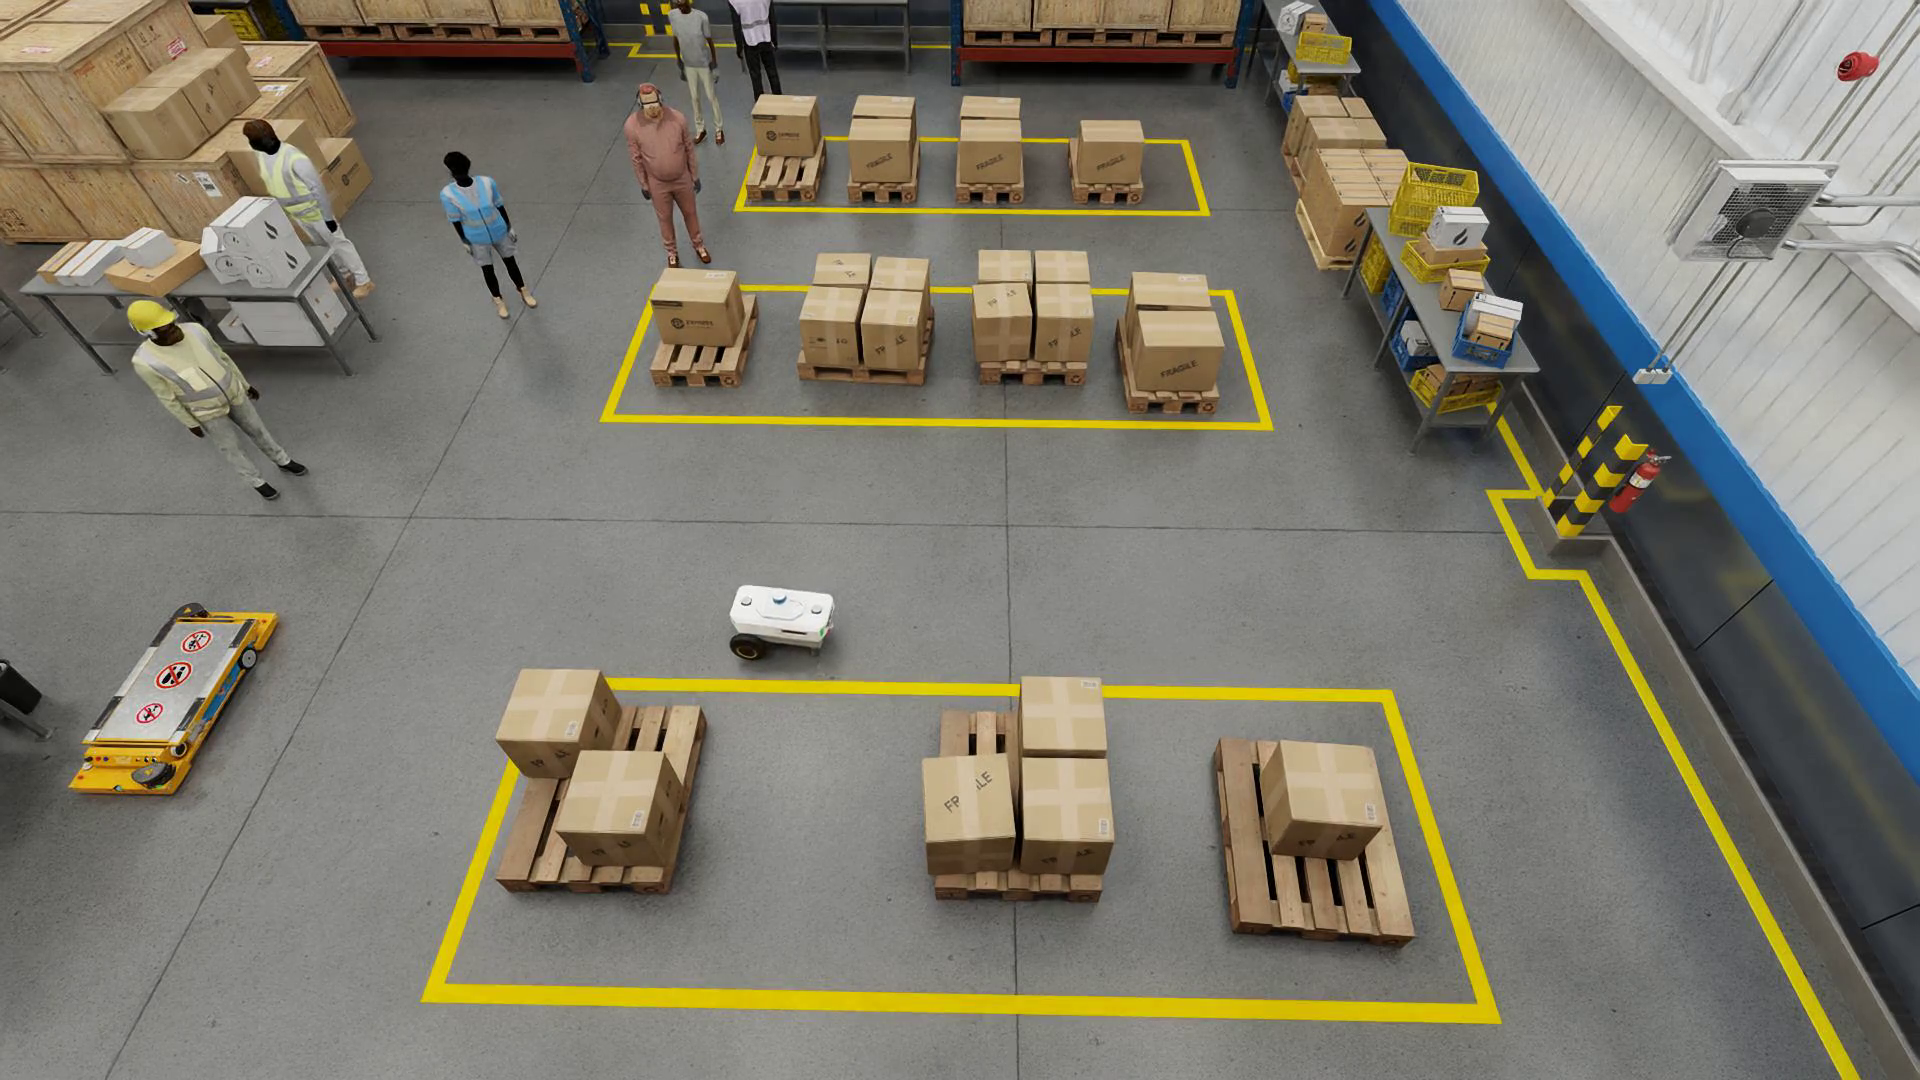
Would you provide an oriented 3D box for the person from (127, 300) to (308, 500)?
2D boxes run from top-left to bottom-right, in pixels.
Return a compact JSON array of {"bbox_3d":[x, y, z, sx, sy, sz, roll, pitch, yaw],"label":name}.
[{"bbox_3d":[-5.896,-1.106,7.265,0.404,1.835,0.600,17,52,14],"label":"person"}]

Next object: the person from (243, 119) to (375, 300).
[{"bbox_3d":[-6.451,-3.254,9.083,0.624,1.841,0.430,20,53,16],"label":"person"}]

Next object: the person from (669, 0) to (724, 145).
[{"bbox_3d":[-3.214,-5.799,11.215,0.520,1.873,0.333,5,50,4],"label":"person"}]

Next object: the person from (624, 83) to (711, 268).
[{"bbox_3d":[-2.986,-3.707,9.422,0.643,1.908,0.410,-19,52,-15],"label":"person"}]

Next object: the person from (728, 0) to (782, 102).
[{"bbox_3d":[-2.579,-6.339,11.640,0.593,1.922,0.391,-26,55,-21],"label":"person"}]

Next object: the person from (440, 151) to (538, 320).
[{"bbox_3d":[-4.605,-2.974,8.937,0.536,1.695,0.321,-31,56,-23],"label":"person"}]

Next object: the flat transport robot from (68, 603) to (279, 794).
[{"bbox_3d":[-5.504,1.072,6.442,0.652,0.197,1.431,1,50,1],"label":"flat transport robot"}]

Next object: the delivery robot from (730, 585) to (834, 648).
[{"bbox_3d":[-1.278,0.536,6.652,0.707,0.478,0.477,6,50,5],"label":"delivery robot"}]
